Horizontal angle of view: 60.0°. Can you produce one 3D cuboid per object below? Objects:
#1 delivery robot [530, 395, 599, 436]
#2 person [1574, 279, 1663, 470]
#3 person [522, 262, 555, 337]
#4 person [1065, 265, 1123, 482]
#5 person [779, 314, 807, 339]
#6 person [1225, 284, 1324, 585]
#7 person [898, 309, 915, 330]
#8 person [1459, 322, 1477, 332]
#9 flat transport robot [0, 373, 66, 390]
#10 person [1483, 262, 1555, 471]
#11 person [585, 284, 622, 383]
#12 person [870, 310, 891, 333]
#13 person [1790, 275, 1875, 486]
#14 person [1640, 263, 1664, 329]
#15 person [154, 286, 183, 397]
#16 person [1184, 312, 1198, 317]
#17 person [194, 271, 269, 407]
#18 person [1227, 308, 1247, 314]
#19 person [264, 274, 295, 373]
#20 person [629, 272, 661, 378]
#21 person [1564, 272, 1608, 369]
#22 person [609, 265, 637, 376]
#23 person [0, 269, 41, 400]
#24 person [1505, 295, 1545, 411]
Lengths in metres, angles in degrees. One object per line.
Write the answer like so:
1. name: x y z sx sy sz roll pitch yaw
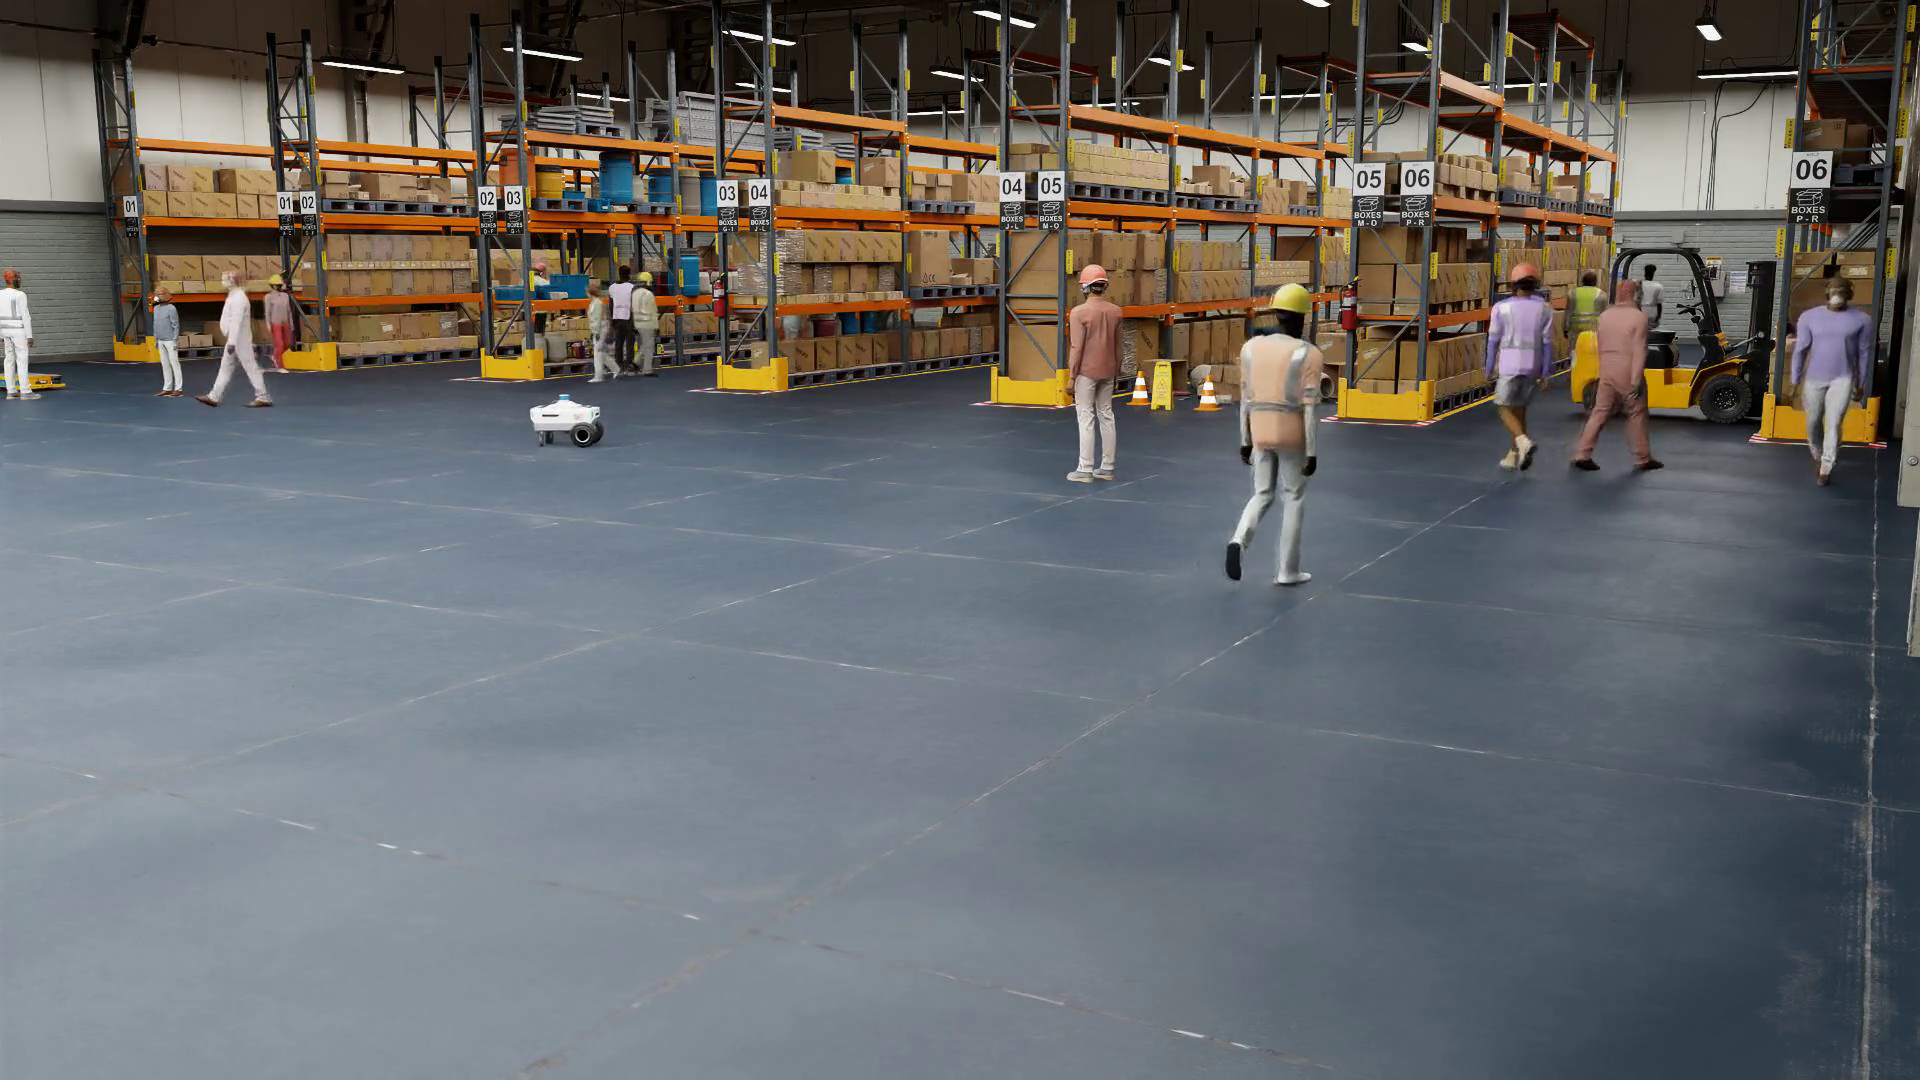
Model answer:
1. delivery robot: -4.325 -1.347 18.198 0.707 0.478 0.477 0 10 -2
2. person: 6.390 -1.587 16.077 0.985 1.862 0.661 -4 11 -24
3. person: -8.397 -4.550 33.140 0.638 1.942 0.720 -1 10 -7
4. person: 1.225 -1.529 15.323 0.625 1.992 0.386 -7 12 -36
5. person: -2.922 -3.815 29.498 0.503 1.715 0.683 4 11 24
6. person: 1.962 -0.635 10.350 0.597 1.905 0.637 9 13 41
7. person: -1.363 -6.012 41.815 0.543 1.908 0.755 6 12 32
8. person: 12.173 -5.672 39.706 0.621 2.013 0.626 -3 10 -19
9. flat transport robot: -14.712 -2.482 25.947 1.431 0.197 0.652 5 11 28
10. person: 5.362 -1.633 15.860 0.615 2.025 0.783 -1 10 -4
11. person: -5.899 -3.421 27.479 0.549 1.618 0.548 -4 10 -21
12. person: -1.715 -5.051 36.418 0.540 1.835 0.482 5 11 28
13. person: 8.003 -1.477 15.287 0.637 1.915 0.898 6 11 32
14. person: 12.873 -4.222 31.259 0.621 1.941 0.754 4 10 20
15. person: -11.719 -2.928 24.568 0.502 1.633 0.279 6 11 30
16. person: 5.433 -5.627 39.181 0.712 2.000 0.673 -1 10 -6
17. person: -9.960 -2.719 22.672 0.960 1.855 0.673 -5 11 -28
18. person: 5.769 -4.733 34.594 0.551 1.817 0.961 5 11 27
19. person: -12.116 -3.839 29.556 0.463 1.753 0.550 4 11 24
20. person: -5.337 -3.650 28.291 0.420 1.809 0.619 -7 12 -34
21. person: 10.150 -3.426 26.947 0.654 1.816 0.612 5 11 27
22. person: -5.828 -3.808 28.911 0.589 1.914 0.392 5 11 26
23. person: -13.667 -2.967 24.068 0.583 1.882 0.337 3 10 19
24. person: 7.512 -2.627 22.226 0.595 1.828 0.455 5 11 28
